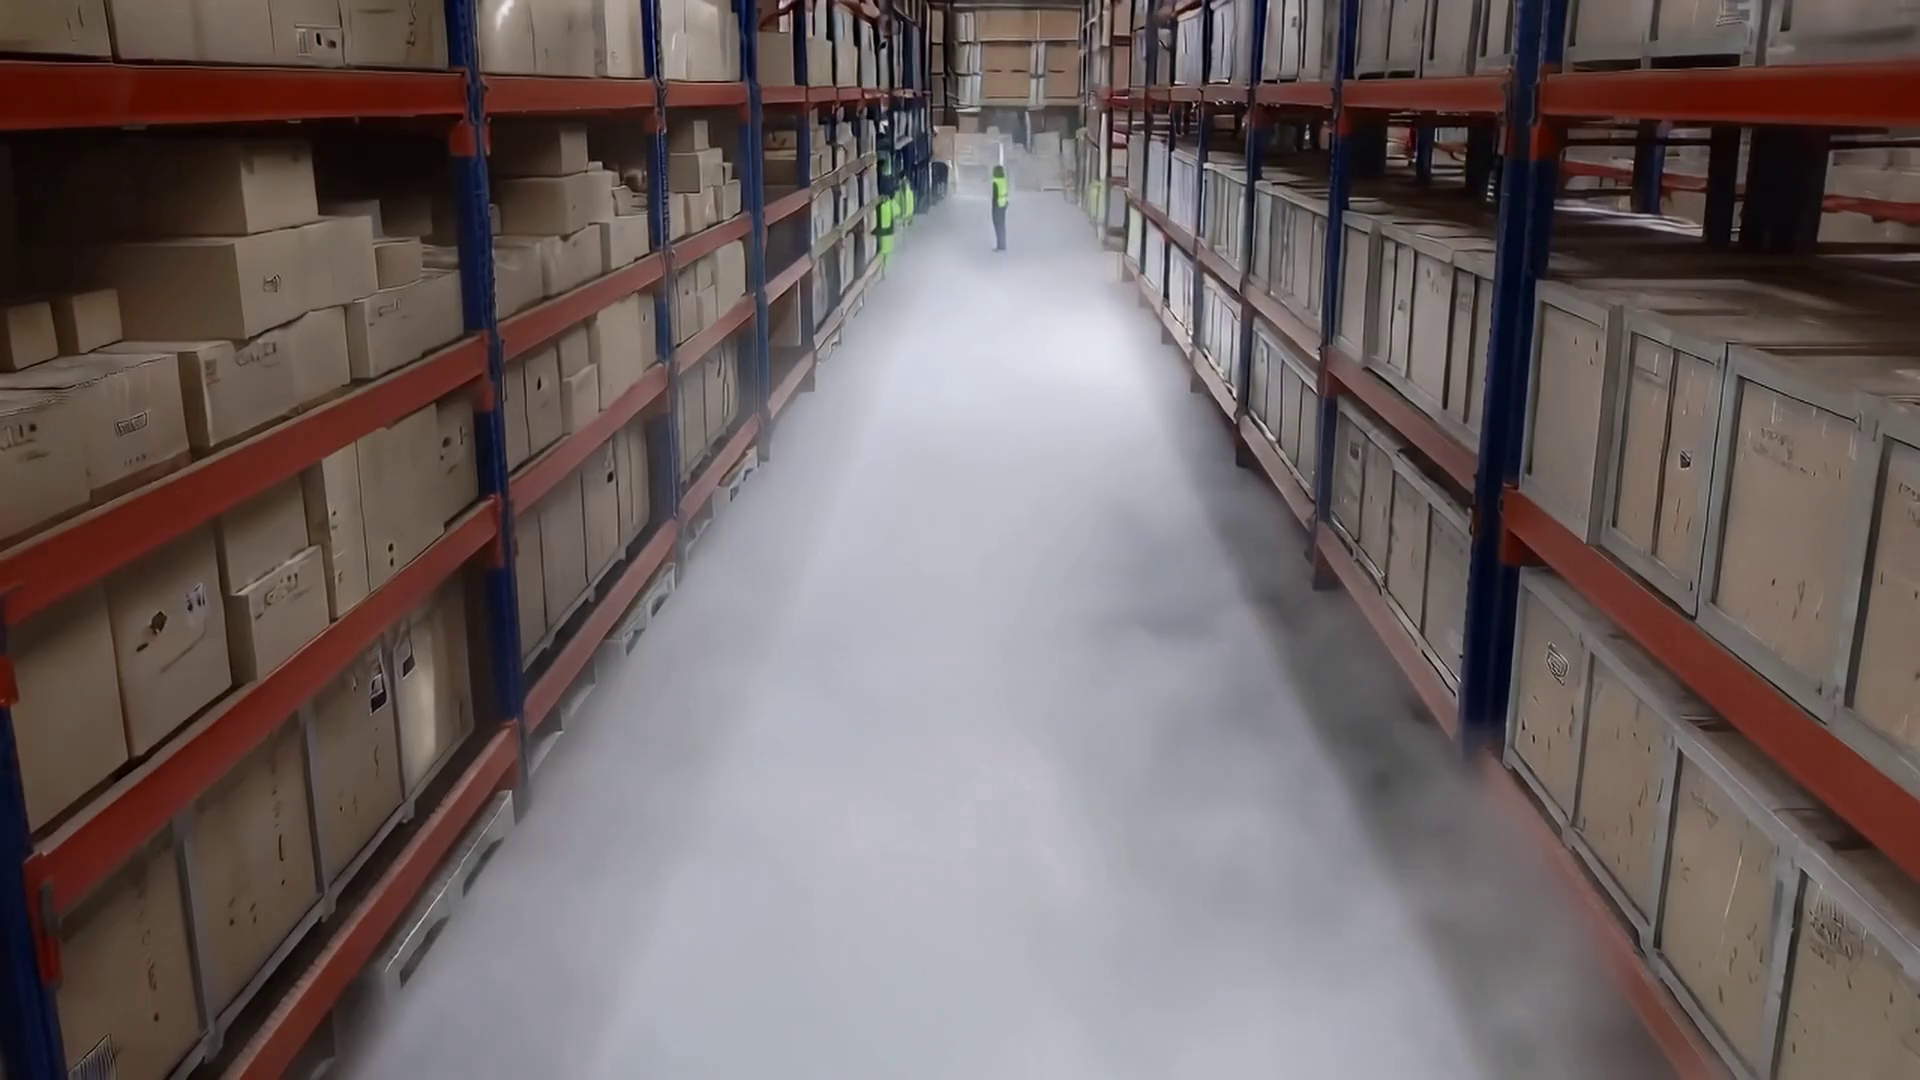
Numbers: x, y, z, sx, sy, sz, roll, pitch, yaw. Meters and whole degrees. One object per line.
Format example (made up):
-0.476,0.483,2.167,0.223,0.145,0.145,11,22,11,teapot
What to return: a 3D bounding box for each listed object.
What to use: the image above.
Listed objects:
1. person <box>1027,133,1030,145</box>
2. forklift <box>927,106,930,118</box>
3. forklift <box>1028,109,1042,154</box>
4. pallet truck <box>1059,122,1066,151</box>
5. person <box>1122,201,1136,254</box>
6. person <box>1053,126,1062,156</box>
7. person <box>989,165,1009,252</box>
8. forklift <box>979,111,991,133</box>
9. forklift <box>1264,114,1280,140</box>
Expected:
3.943,-21.953,91.918,0.536,1.593,0.856,11,19,36,person
-1.956,-21.097,86.286,1.129,2.768,1.873,0,15,2,forklift
3.190,-16.828,70.404,1.873,2.768,1.129,4,16,16,forklift
5.788,-21.111,88.014,1.885,1.965,0.823,5,16,18,pallet truck
3.827,-6.847,35.673,0.755,1.600,0.520,0,15,1,person
4.775,-19.806,83.382,1.032,1.878,0.651,-8,17,-27,person
0.879,-7.411,37.187,0.398,1.920,0.588,6,16,23,person
0.900,-14.653,62.310,1.873,2.768,1.129,0,15,1,forklift
11.022,-13.954,59.708,1.129,2.768,1.873,0,15,2,forklift
